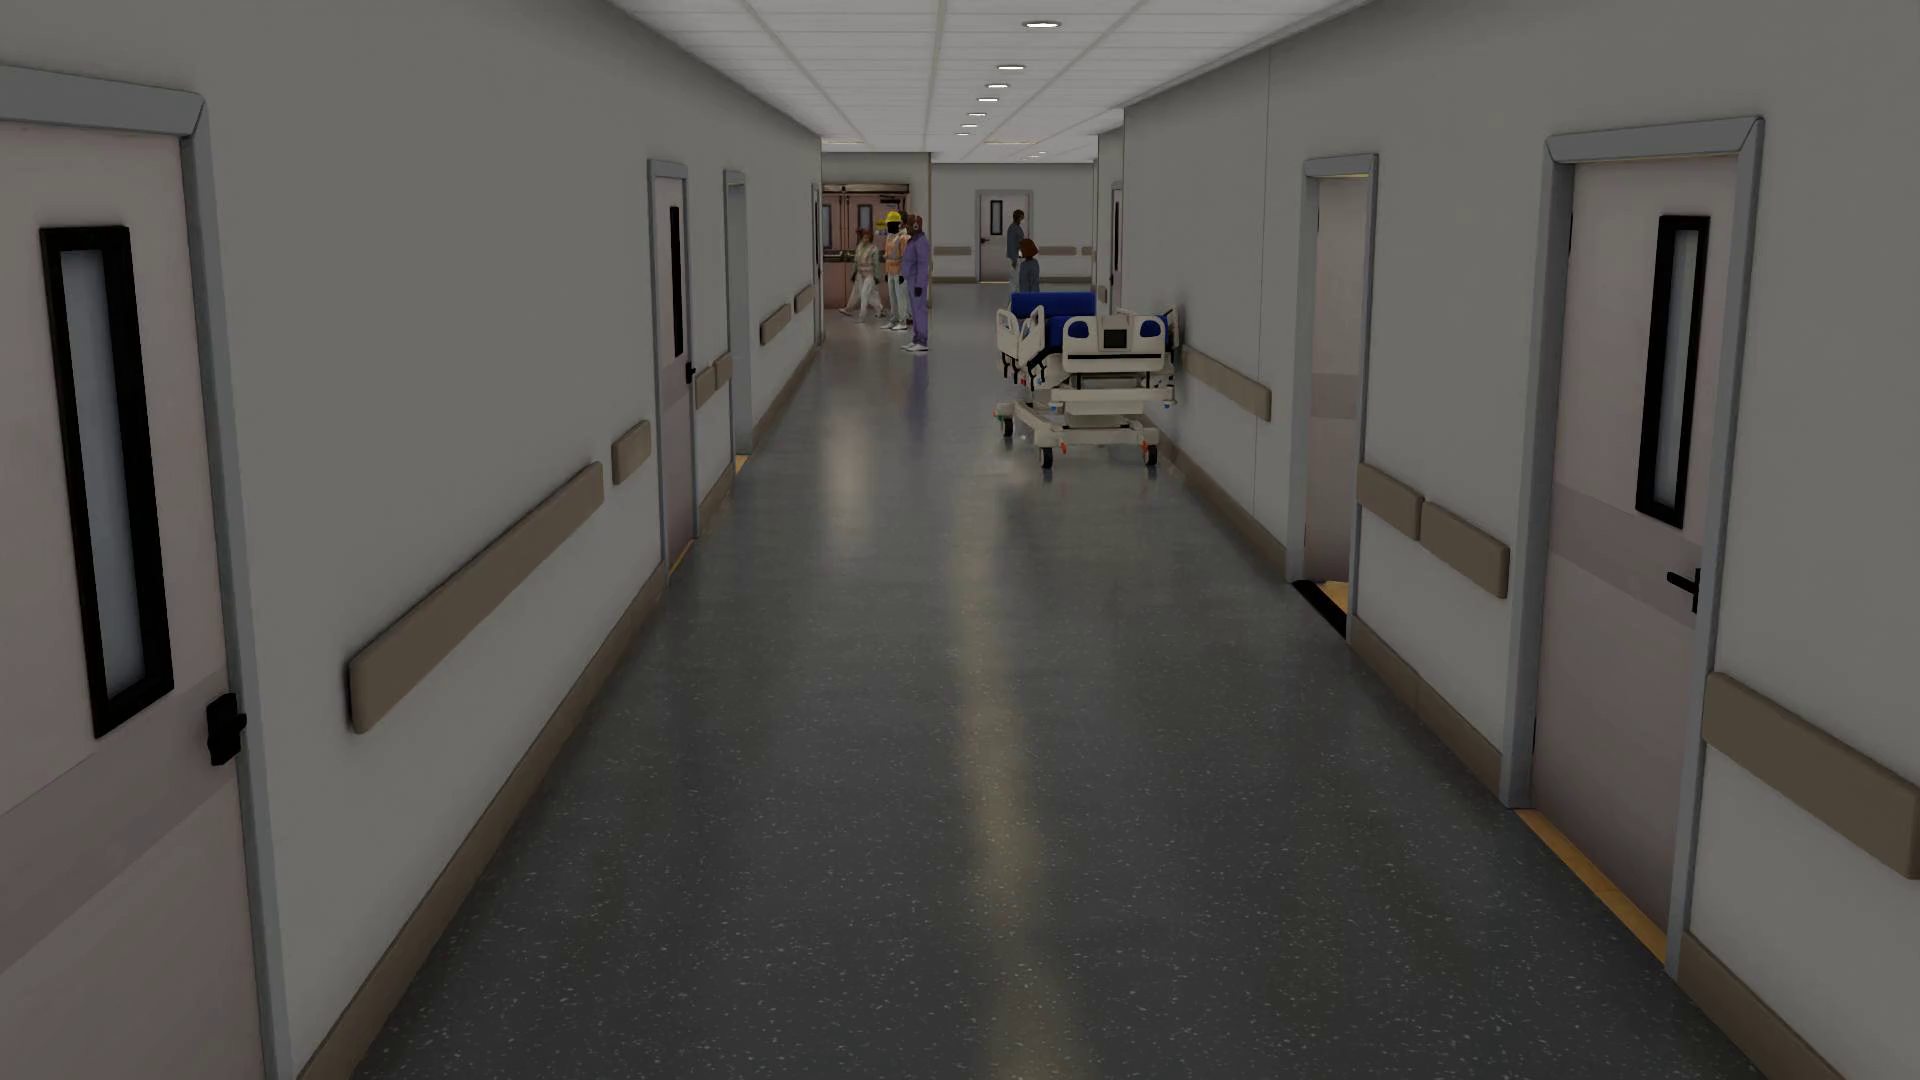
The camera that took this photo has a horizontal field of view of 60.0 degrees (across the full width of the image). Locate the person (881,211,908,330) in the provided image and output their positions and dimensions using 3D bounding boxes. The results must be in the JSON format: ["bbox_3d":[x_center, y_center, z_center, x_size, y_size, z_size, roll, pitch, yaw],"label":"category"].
[{"bbox_3d":[-1.064,-4.397,27.213,0.371,1.923,0.588,-7,14,-32],"label":"person"}]

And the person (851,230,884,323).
[{"bbox_3d":[-1.564,-4.571,28.818,0.671,1.604,0.570,-11,16,-43],"label":"person"}]

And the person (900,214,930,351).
[{"bbox_3d":[-0.637,-3.617,23.448,0.404,1.910,0.636,-2,12,-10],"label":"person"}]

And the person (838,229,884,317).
[{"bbox_3d":[-1.771,-4.854,30.246,0.882,1.588,0.549,6,13,26],"label":"person"}]

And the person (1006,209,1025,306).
[{"bbox_3d":[1.102,-5.521,32.686,0.381,1.928,0.635,2,12,12],"label":"person"}]

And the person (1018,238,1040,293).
[{"bbox_3d":[0.890,-3.078,21.518,0.282,1.624,0.494,-4,12,-20],"label":"person"}]
